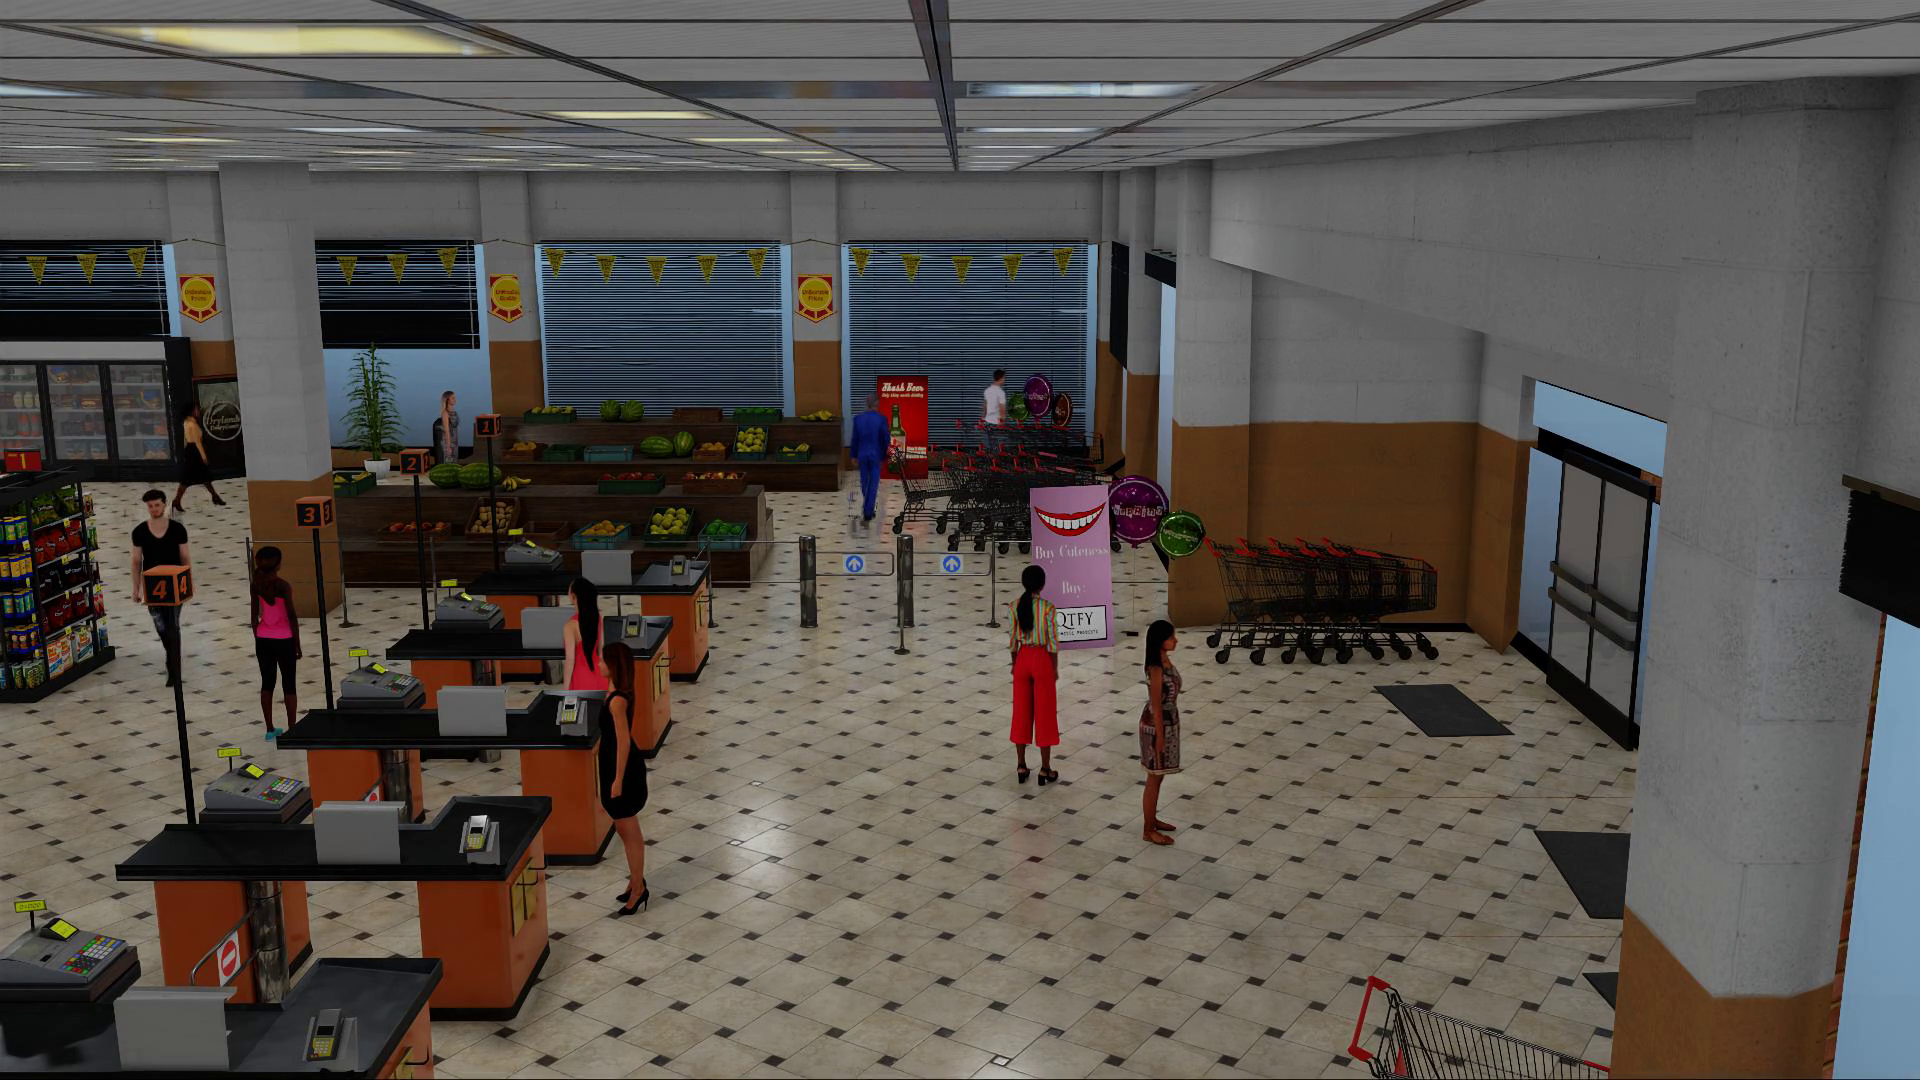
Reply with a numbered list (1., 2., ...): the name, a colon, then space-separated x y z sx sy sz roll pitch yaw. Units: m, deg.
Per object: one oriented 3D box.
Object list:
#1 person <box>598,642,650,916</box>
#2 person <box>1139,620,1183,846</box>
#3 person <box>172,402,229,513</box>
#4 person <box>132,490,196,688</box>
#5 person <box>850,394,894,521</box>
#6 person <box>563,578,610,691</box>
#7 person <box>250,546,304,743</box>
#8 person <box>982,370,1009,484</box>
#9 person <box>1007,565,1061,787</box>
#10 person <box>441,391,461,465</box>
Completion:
1. person: -2.214 1.561 10.907 0.574 1.834 0.614 -2 12 -10
2. person: 1.458 1.384 12.206 0.596 1.645 0.692 2 12 11
3. person: -11.362 -1.180 24.475 1.100 1.608 0.969 -9 15 -35
4. person: -7.740 0.444 16.165 1.240 1.855 0.972 -3 12 -16
5. person: -1.310 -1.168 23.962 1.104 1.796 1.005 4 13 19
6. person: -2.958 1.137 13.181 0.734 1.727 0.712 7 14 31
7. person: -5.914 0.891 14.362 0.536 1.723 0.665 2 12 10
8. person: 0.539 -1.852 27.103 0.851 1.839 0.822 -8 14 -33
9. person: 0.591 1.074 13.323 0.607 1.792 0.740 5 13 24
10. person: -7.809 -1.436 25.460 0.491 1.703 0.565 -1 12 -3
